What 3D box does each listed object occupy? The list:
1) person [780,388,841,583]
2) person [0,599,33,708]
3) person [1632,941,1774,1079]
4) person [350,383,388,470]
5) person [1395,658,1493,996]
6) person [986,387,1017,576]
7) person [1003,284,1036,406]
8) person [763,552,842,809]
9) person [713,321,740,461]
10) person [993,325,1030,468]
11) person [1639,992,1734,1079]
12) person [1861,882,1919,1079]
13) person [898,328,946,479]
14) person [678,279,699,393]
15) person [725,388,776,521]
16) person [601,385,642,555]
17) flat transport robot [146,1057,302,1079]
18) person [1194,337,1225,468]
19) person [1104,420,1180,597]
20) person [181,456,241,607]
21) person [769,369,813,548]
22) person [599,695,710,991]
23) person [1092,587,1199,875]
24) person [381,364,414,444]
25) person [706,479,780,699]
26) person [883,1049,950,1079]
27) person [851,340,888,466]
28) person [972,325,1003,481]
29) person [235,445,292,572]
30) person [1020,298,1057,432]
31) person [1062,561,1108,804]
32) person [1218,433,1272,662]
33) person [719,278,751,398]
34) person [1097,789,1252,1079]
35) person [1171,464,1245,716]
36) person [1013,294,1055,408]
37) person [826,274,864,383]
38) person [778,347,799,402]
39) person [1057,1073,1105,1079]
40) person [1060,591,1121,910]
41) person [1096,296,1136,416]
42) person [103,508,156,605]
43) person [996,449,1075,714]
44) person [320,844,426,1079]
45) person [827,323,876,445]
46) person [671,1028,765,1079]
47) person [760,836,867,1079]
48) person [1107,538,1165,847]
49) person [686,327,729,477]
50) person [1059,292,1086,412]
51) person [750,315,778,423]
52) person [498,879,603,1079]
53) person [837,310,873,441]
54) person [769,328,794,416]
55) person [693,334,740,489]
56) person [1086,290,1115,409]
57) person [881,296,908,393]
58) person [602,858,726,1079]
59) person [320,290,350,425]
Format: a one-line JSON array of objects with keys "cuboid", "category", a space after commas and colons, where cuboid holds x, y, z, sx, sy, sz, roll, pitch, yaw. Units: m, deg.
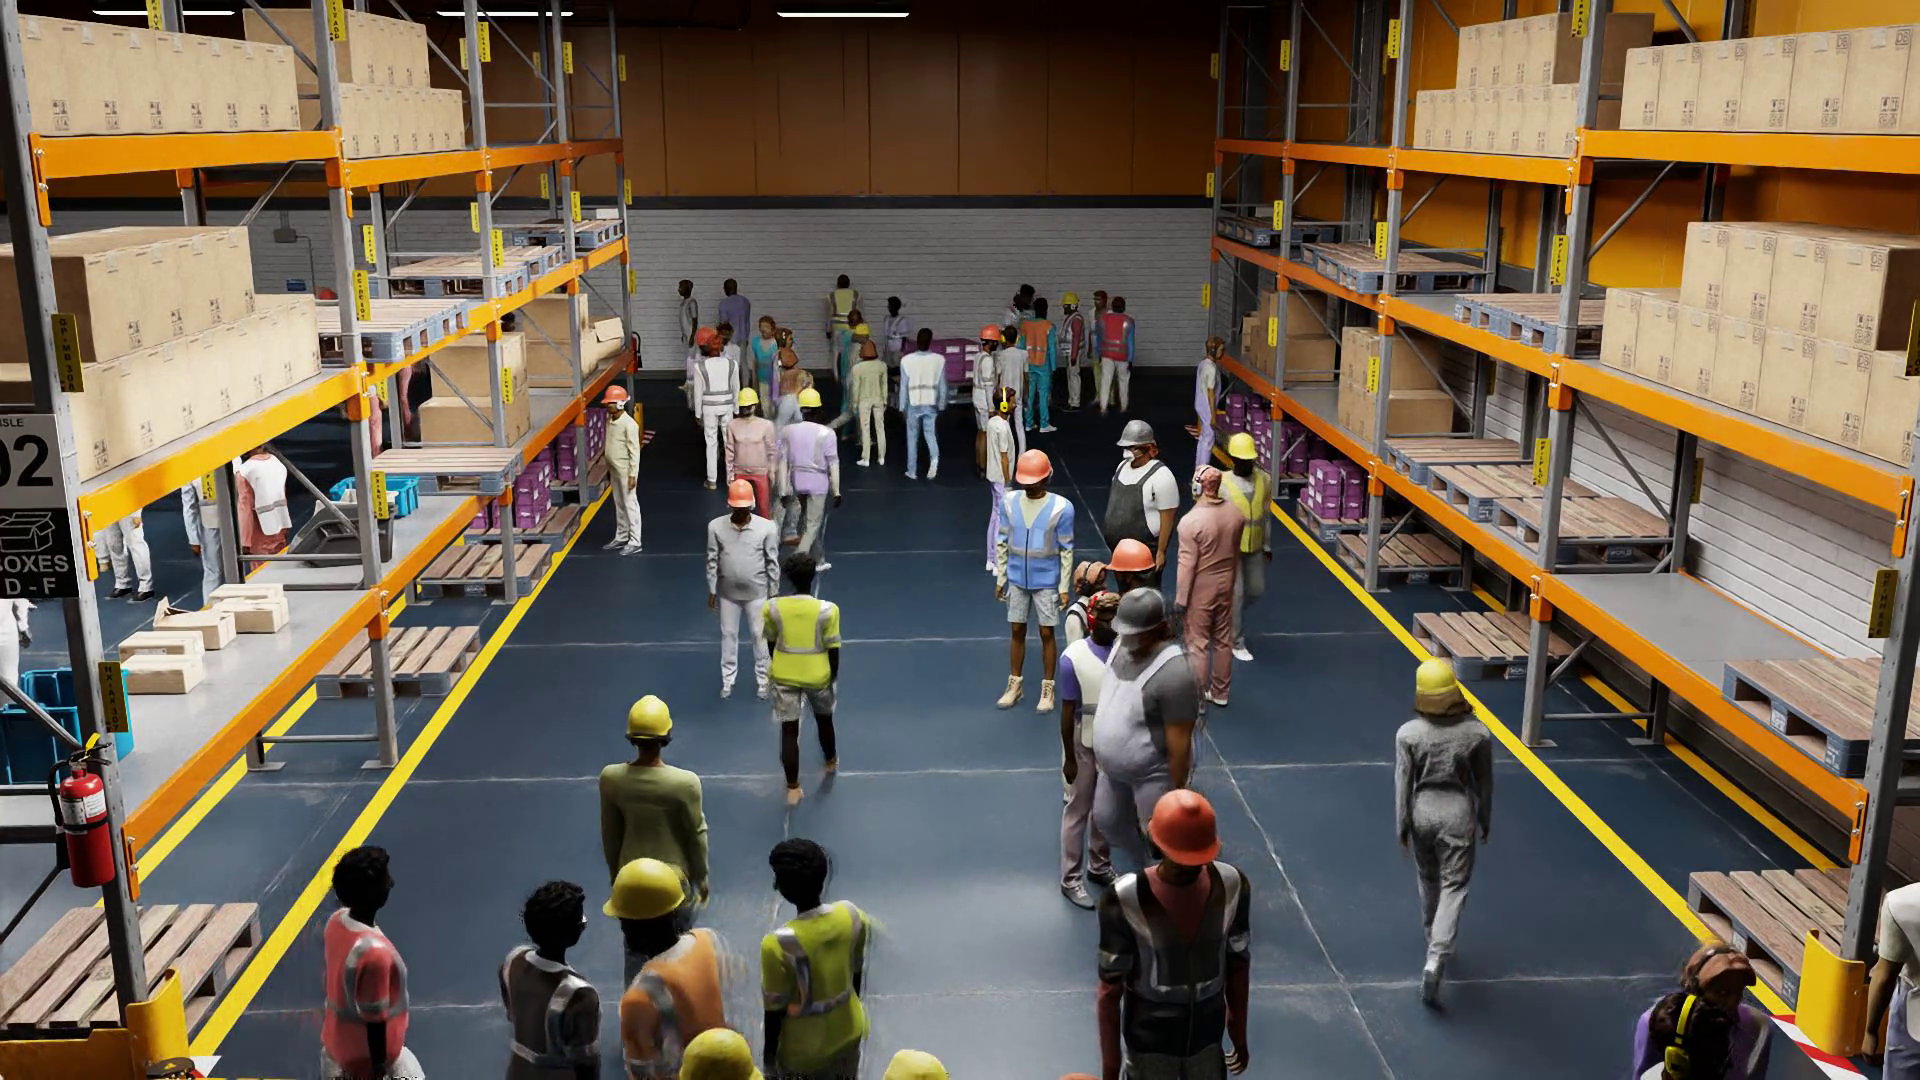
[{"cuboid": [-1.478, -0.514, 16.052, 0.599, 1.892, 0.936, 6, 16, 23], "category": "person"}, {"cuboid": [-6.761, 0.635, 11.494, 0.400, 1.907, 0.644, 13, 19, 42], "category": "person"}, {"cuboid": [2.636, 2.208, 5.934, 0.518, 1.599, 0.846, 1, 14, 2], "category": "person"}, {"cuboid": [-7.561, -1.870, 21.178, 0.615, 1.984, 0.408, 4, 15, 16], "category": "person"}, {"cuboid": [2.479, 1.470, 8.607, 0.503, 1.703, 0.789, 6, 15, 21], "category": "person"}, {"cuboid": [0.427, -0.576, 16.322, 0.319, 1.870, 0.532, -3, 15, -13], "category": "person"}, {"cuboid": [0.935, -2.970, 25.585, 0.757, 1.927, 0.534, -9, 17, -31], "category": "person"}, {"cuboid": [-1.031, 0.880, 11.045, 0.531, 1.652, 0.838, 0, 14, 2], "category": "person"}, {"cuboid": [-3.157, -1.959, 21.796, 0.577, 1.845, 0.416, -1, 14, -5], "category": "person"}, {"cuboid": [0.641, -1.796, 21.122, 0.533, 1.864, 0.311, -6, 15, -21], "category": "person"}, {"cuboid": [2.188, 2.264, 5.172, 0.328, 1.872, 0.512, 8, 16, 28], "category": "person"}, {"cuboid": [3.852, 1.933, 6.544, 0.560, 1.836, 0.394, 1, 14, 3], "category": "person"}, {"cuboid": [-0.452, -1.661, 20.538, 0.627, 1.896, 0.690, -4, 15, -16], "category": "person"}, {"cuboid": [-4.439, -3.337, 27.208, 0.343, 1.847, 0.506, -7, 16, -25], "category": "person"}, {"cuboid": [-2.128, -0.672, 16.906, 0.533, 1.768, 0.310, 2, 14, 7], "category": "person"}, {"cuboid": [-3.504, -0.729, 17.149, 0.333, 1.753, 0.562, -11, 18, -37], "category": "person"}, {"cuboid": [-3.355, 2.628, 6.929, 0.652, 0.197, 1.431, 0, 14, 1], "category": "flat transport robot"}, {"cuboid": [3.039, -1.565, 20.283, 0.350, 1.835, 0.519, -1, 14, -3], "category": "person"}, {"cuboid": [1.431, 0.016, 13.657, 0.535, 2.000, 0.687, -9, 17, -32], "category": "person"}, {"cuboid": [-6.412, -0.094, 14.362, 0.402, 1.908, 0.598, 8, 16, 28], "category": "person"}, {"cuboid": [-1.758, -0.795, 17.142, 0.436, 1.893, 0.795, 5, 15, 19], "category": "person"}, {"cuboid": [-1.454, 1.596, 7.997, 0.529, 1.772, 0.304, 2, 15, 10], "category": "person"}, {"cuboid": [0.998, 1.182, 9.078, 0.545, 2.000, 0.709, -7, 16, -24], "category": "person"}, {"cuboid": [-7.772, -2.314, 22.804, 0.540, 2.000, 0.688, -4, 15, -16], "category": "person"}, {"cuboid": [-1.674, 0.379, 12.825, 0.568, 1.743, 0.351, 1, 14, 3], "category": "person"}, {"cuboid": [-0.066, 2.381, 4.995, 0.541, 1.723, 0.704, -2, 14, -6], "category": "person"}, {"cuboid": [-1.163, -1.766, 21.462, 0.499, 1.634, 0.279, -7, 16, -26], "category": "person"}, {"cuboid": [0.348, -1.695, 20.603, 0.386, 1.929, 0.543, -3, 15, -12], "category": "person"}, {"cuboid": [-5.940, -0.063, 14.239, 0.405, 1.909, 0.597, 3, 15, 11], "category": "person"}, {"cuboid": [1.125, -2.498, 23.768, 0.596, 1.918, 0.380, 10, 18, 35], "category": "person"}, {"cuboid": [0.830, 0.931, 10.863, 0.309, 1.641, 0.513, 6, 16, 23], "category": "person"}, {"cuboid": [2.320, 0.033, 13.866, 0.618, 1.905, 0.577, -6, 16, -23], "category": "person"}, {"cuboid": [-3.590, -3.194, 26.481, 0.374, 1.933, 0.625, 12, 18, 39], "category": "person"}, {"cuboid": [0.828, 1.887, 6.335, 0.613, 2.033, 0.411, -4, 15, -15], "category": "person"}, {"cuboid": [1.828, 0.374, 12.516, 0.638, 1.911, 0.402, -12, 18, -38], "category": "person"}, {"cuboid": [1.019, -2.895, 25.578, 0.936, 1.804, 0.627, 3, 15, 10], "category": "person"}, {"cuboid": [-1.945, -3.576, 28.154, 0.636, 1.844, 0.430, -1, 14, -3], "category": "person"}, {"cuboid": [-2.135, -1.596, 20.797, 0.265, 1.631, 0.508, -7, 16, -24], "category": "person"}, {"cuboid": [0.323, 2.383, 4.689, 0.576, 1.880, 0.355, 2, 14, 10], "category": "person"}, {"cuboid": [0.780, 1.167, 9.523, 0.565, 1.845, 0.384, -13, 19, -41], "category": "person"}, {"cuboid": [2.336, -2.766, 25.077, 0.625, 1.803, 0.938, 4, 15, 17], "category": "person"}, {"cuboid": [-7.790, -0.306, 15.365, 0.593, 1.824, 0.405, 6, 16, 23], "category": "person"}, {"cuboid": [0.546, 0.309, 12.519, 0.605, 2.034, 0.391, 6, 15, 21], "category": "person"}, {"cuboid": [-2.369, 2.004, 6.637, 0.884, 1.652, 0.534, -11, 18, -36], "category": "person"}, {"cuboid": [-1.522, -2.106, 22.641, 0.702, 1.704, 0.504, -3, 15, -12], "category": "person"}, {"cuboid": [-0.751, 2.323, 5.213, 0.321, 1.738, 0.486, 6, 15, 21], "category": "person"}, {"cuboid": [-0.583, 1.989, 6.620, 0.387, 1.671, 0.568, 13, 19, 41], "category": "person"}, {"cuboid": [1.064, 0.937, 10.252, 0.374, 1.933, 0.550, 5, 15, 20], "category": "person"}, {"cuboid": [-3.117, -1.706, 20.698, 0.561, 1.905, 0.525, -1, 14, -3], "category": "person"}, {"cuboid": [1.708, -2.873, 25.432, 0.403, 1.825, 0.593, -1, 14, -5], "category": "person"}, {"cuboid": [-2.547, -2.154, 22.593, 0.574, 1.828, 0.477, 5, 15, 20], "category": "person"}, {"cuboid": [-1.511, 2.079, 6.258, 0.549, 1.689, 0.321, 12, 18, 38], "category": "person"}, {"cuboid": [-1.472, -2.271, 23.047, 0.527, 1.836, 0.360, 6, 15, 21], "category": "person"}, {"cuboid": [-2.217, -1.754, 20.996, 0.344, 1.846, 0.507, -6, 16, -23], "category": "person"}, {"cuboid": [-2.937, -1.555, 20.139, 0.573, 1.883, 0.356, -6, 15, -21], "category": "person"}, {"cuboid": [2.208, -2.937, 25.674, 0.395, 1.836, 0.562, -9, 17, -32], "category": "person"}, {"cuboid": [-1.035, -2.999, 26.187, 0.367, 1.682, 0.552, -13, 19, -41], "category": "person"}, {"cuboid": [-1.143, 2.024, 6.068, 0.927, 1.890, 0.599, 7, 16, 26], "category": "person"}, {"cuboid": [-9.122, -2.686, 24.423, 0.600, 1.989, 1.028, -4, 15, -16], "category": "person"}]
